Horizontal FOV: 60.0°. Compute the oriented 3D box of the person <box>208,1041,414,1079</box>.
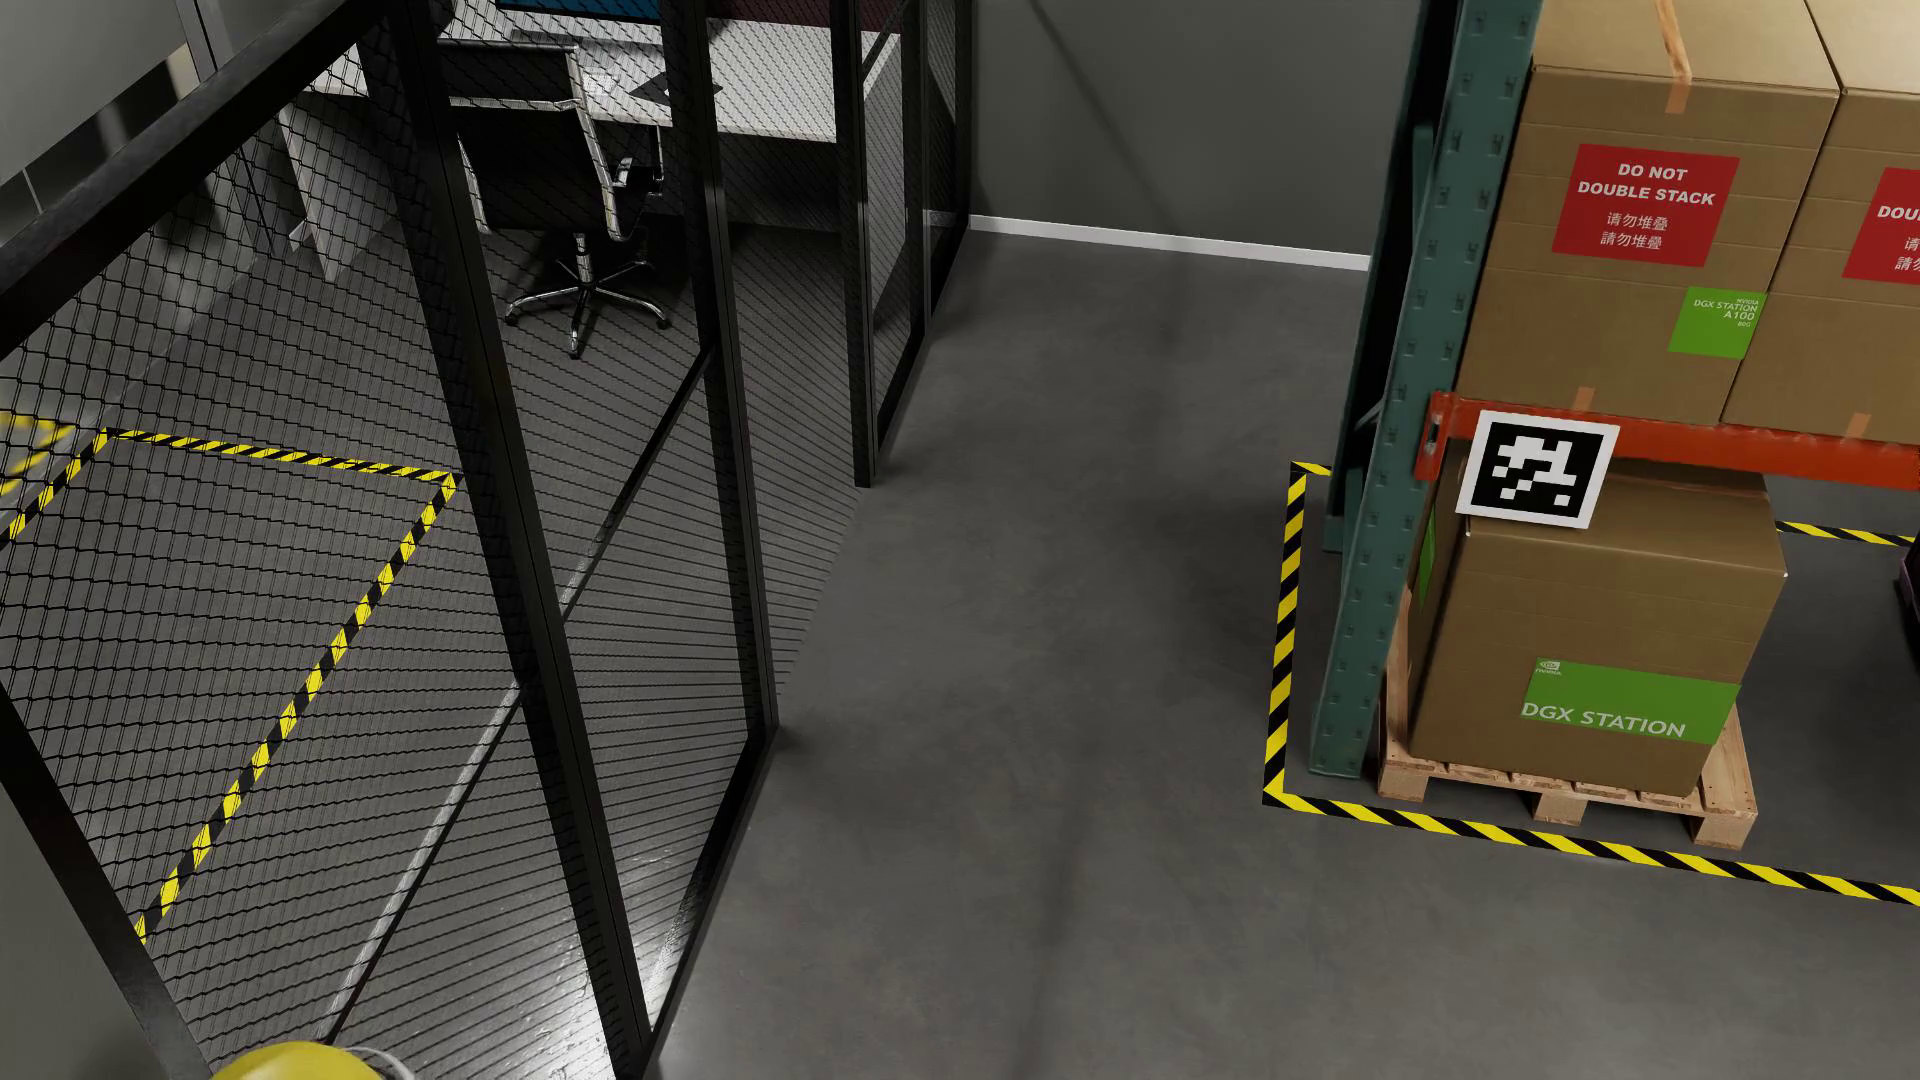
[{"bbox_3d":[-0.677,1.220,2.173,0.590,1.833,0.404,12,42,14],"label":"person"}]
